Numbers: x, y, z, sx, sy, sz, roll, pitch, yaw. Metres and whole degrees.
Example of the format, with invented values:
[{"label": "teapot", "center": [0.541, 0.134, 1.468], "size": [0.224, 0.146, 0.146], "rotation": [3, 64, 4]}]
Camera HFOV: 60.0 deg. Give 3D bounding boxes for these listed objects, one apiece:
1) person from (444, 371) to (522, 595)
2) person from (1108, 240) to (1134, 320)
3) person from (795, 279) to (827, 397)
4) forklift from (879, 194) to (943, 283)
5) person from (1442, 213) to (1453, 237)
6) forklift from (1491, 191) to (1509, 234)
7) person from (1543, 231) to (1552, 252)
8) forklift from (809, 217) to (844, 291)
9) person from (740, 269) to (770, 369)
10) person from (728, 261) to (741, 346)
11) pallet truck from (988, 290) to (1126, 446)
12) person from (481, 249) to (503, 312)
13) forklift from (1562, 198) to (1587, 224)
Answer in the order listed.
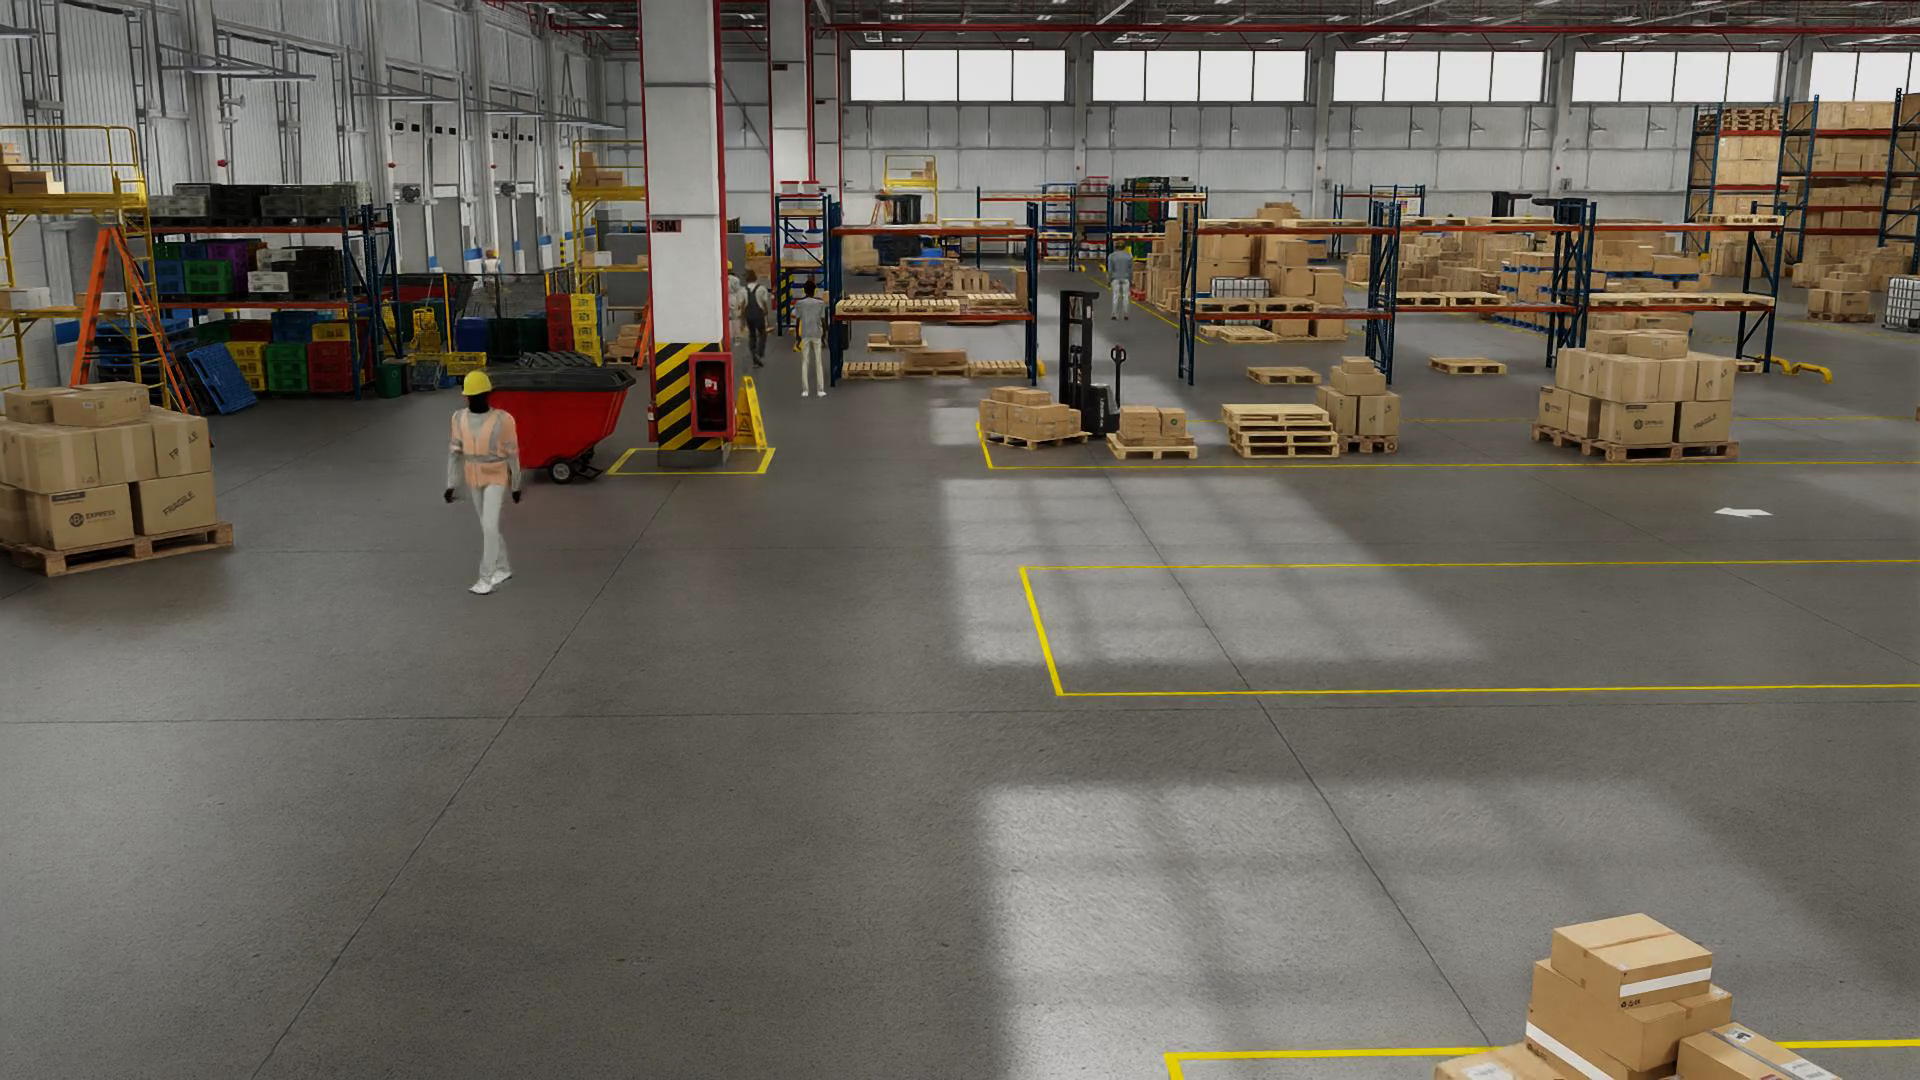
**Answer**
[{"label": "person", "center": [-4.100, -0.482, 14.157], "size": [0.597, 1.887, 0.916], "rotation": [4, 13, 19]}, {"label": "person", "center": [3.875, -6.275, 40.196], "size": [0.632, 1.940, 0.372], "rotation": [-1, 12, -2]}, {"label": "person", "center": [-2.369, -3.205, 26.494], "size": [0.513, 1.872, 0.328], "rotation": [-1, 12, -2]}, {"label": "forklift", "center": [-1.564, -9.758, 53.778], "size": [1.873, 2.768, 1.129], "rotation": [-7, 14, -28]}, {"label": "person", "center": [19.209, -11.838, 65.315], "size": [0.632, 1.940, 0.372], "rotation": [-1, 12, -2]}, {"label": "forklift", "center": [20.343, -11.776, 62.891], "size": [1.873, 2.768, 1.129], "rotation": [0, 12, -2]}, {"label": "person", "center": [17.366, -8.208, 48.796], "size": [0.612, 1.995, 0.376], "rotation": [-1, 12, -2]}, {"label": "forklift", "center": [-4.375, -8.619, 48.637], "size": [1.873, 2.768, 1.129], "rotation": [0, 12, -2]}, {"label": "person", "center": [-3.725, -4.034, 30.369], "size": [0.554, 1.810, 0.443], "rotation": [2, 13, 8]}, {"label": "person", "center": [-4.774, -4.879, 34.337], "size": [0.487, 1.744, 0.294], "rotation": [-1, 12, -2]}, {"label": "pallet truck", "center": [1.257, -2.299, 22.111], "size": [1.885, 1.965, 0.823], "rotation": [-9, 15, -35]}, {"label": "person", "center": [-11.927, -6.598, 42.381], "size": [0.523, 1.615, 0.631], "rotation": [-2, 13, -8]}, {"label": "forklift", "center": [17.204, -8.212, 46.797], "size": [1.873, 2.768, 1.129], "rotation": [0, 12, -2]}]
